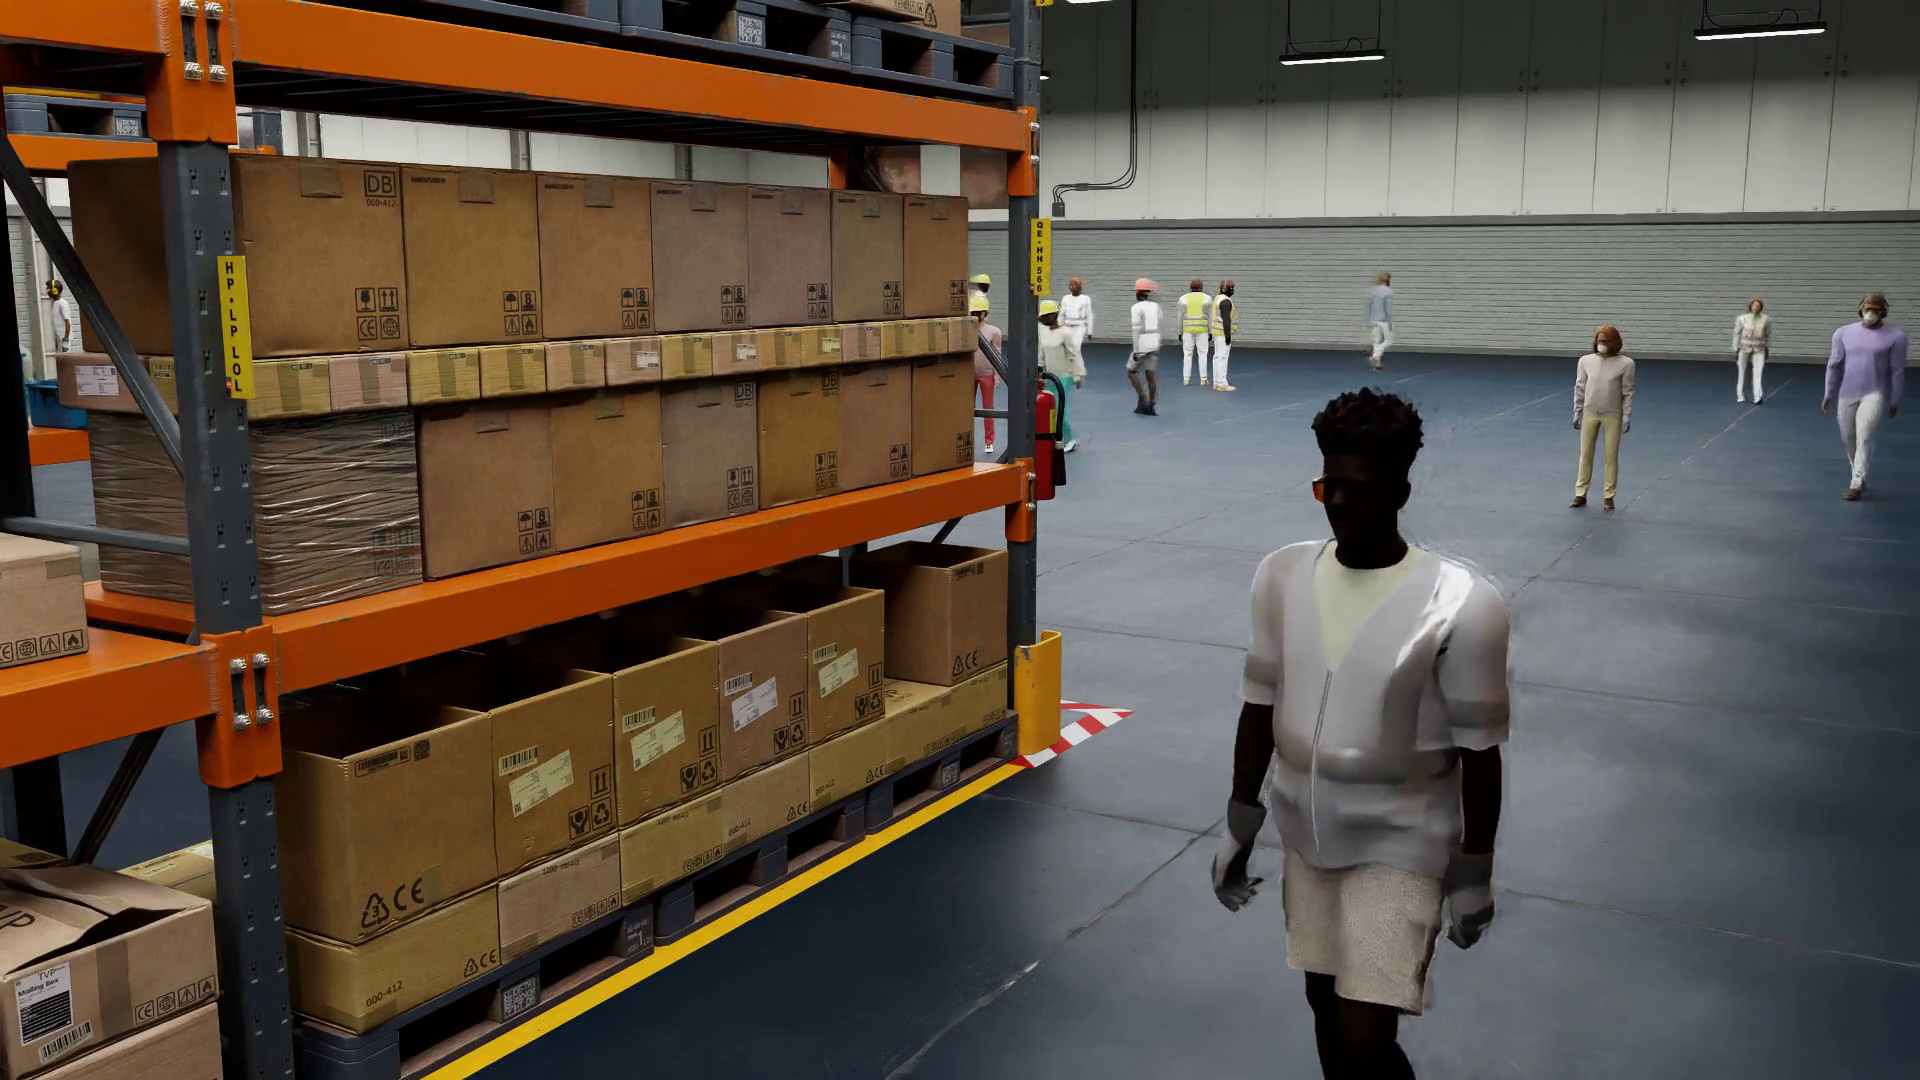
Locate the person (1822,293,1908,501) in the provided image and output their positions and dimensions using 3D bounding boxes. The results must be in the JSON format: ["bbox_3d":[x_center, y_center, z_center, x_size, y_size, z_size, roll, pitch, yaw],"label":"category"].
[{"bbox_3d":[8.389,-1.339,15.407,0.632,1.905,0.955,9,13,44],"label":"person"}]

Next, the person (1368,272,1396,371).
[{"bbox_3d":[8.205,-4.234,32.271,0.454,1.922,0.651,-3,10,-19],"label":"person"}]

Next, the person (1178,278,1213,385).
[{"bbox_3d":[4.076,-3.596,28.777,0.622,1.844,0.429,2,10,13],"label":"person"}]

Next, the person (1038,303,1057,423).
[{"bbox_3d":[1.114,-2.328,22.038,0.518,1.633,0.569,-4,10,-22],"label":"person"}]

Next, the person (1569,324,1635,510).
[{"bbox_3d":[5.655,-1.079,14.646,0.499,1.633,0.289,7,12,34],"label":"person"}]

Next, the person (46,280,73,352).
[{"bbox_3d":[-13.867,-3.076,25.665,0.327,1.865,0.514,-8,12,-39],"label":"person"}]

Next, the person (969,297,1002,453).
[{"bbox_3d":[0.210,-1.865,18.864,0.522,1.769,0.312,3,10,16],"label":"person"}]

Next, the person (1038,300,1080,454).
[{"bbox_3d":[1.107,-1.826,18.705,0.537,1.733,0.542,-7,12,-36],"label":"person"}]

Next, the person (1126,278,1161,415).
[{"bbox_3d":[2.579,-2.697,23.291,0.555,1.923,0.459,-7,12,-36],"label":"person"}]

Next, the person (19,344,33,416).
[{"bbox_3d":[-6.901,-0.760,11.821,0.617,1.963,0.436,-3,10,-18],"label":"person"}]

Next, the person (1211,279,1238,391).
[{"bbox_3d":[4.392,-3.395,27.616,0.430,1.840,0.621,-1,10,-4],"label":"person"}]

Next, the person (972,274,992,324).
[{"bbox_3d":[0.384,-4.202,32.231,0.979,1.882,0.603,-2,10,-11],"label":"person"}]

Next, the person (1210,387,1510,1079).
[{"bbox_3d":[0.850,0.645,3.606,0.496,1.947,0.601,-9,13,-41],"label":"person"}]

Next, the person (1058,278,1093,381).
[{"bbox_3d":[2.007,-3.687,29.335,0.577,1.830,0.998,7,12,35],"label":"person"}]

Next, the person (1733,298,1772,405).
[{"bbox_3d":[11.945,-2.844,25.102,0.535,1.587,0.875,3,10,16],"label":"person"}]
